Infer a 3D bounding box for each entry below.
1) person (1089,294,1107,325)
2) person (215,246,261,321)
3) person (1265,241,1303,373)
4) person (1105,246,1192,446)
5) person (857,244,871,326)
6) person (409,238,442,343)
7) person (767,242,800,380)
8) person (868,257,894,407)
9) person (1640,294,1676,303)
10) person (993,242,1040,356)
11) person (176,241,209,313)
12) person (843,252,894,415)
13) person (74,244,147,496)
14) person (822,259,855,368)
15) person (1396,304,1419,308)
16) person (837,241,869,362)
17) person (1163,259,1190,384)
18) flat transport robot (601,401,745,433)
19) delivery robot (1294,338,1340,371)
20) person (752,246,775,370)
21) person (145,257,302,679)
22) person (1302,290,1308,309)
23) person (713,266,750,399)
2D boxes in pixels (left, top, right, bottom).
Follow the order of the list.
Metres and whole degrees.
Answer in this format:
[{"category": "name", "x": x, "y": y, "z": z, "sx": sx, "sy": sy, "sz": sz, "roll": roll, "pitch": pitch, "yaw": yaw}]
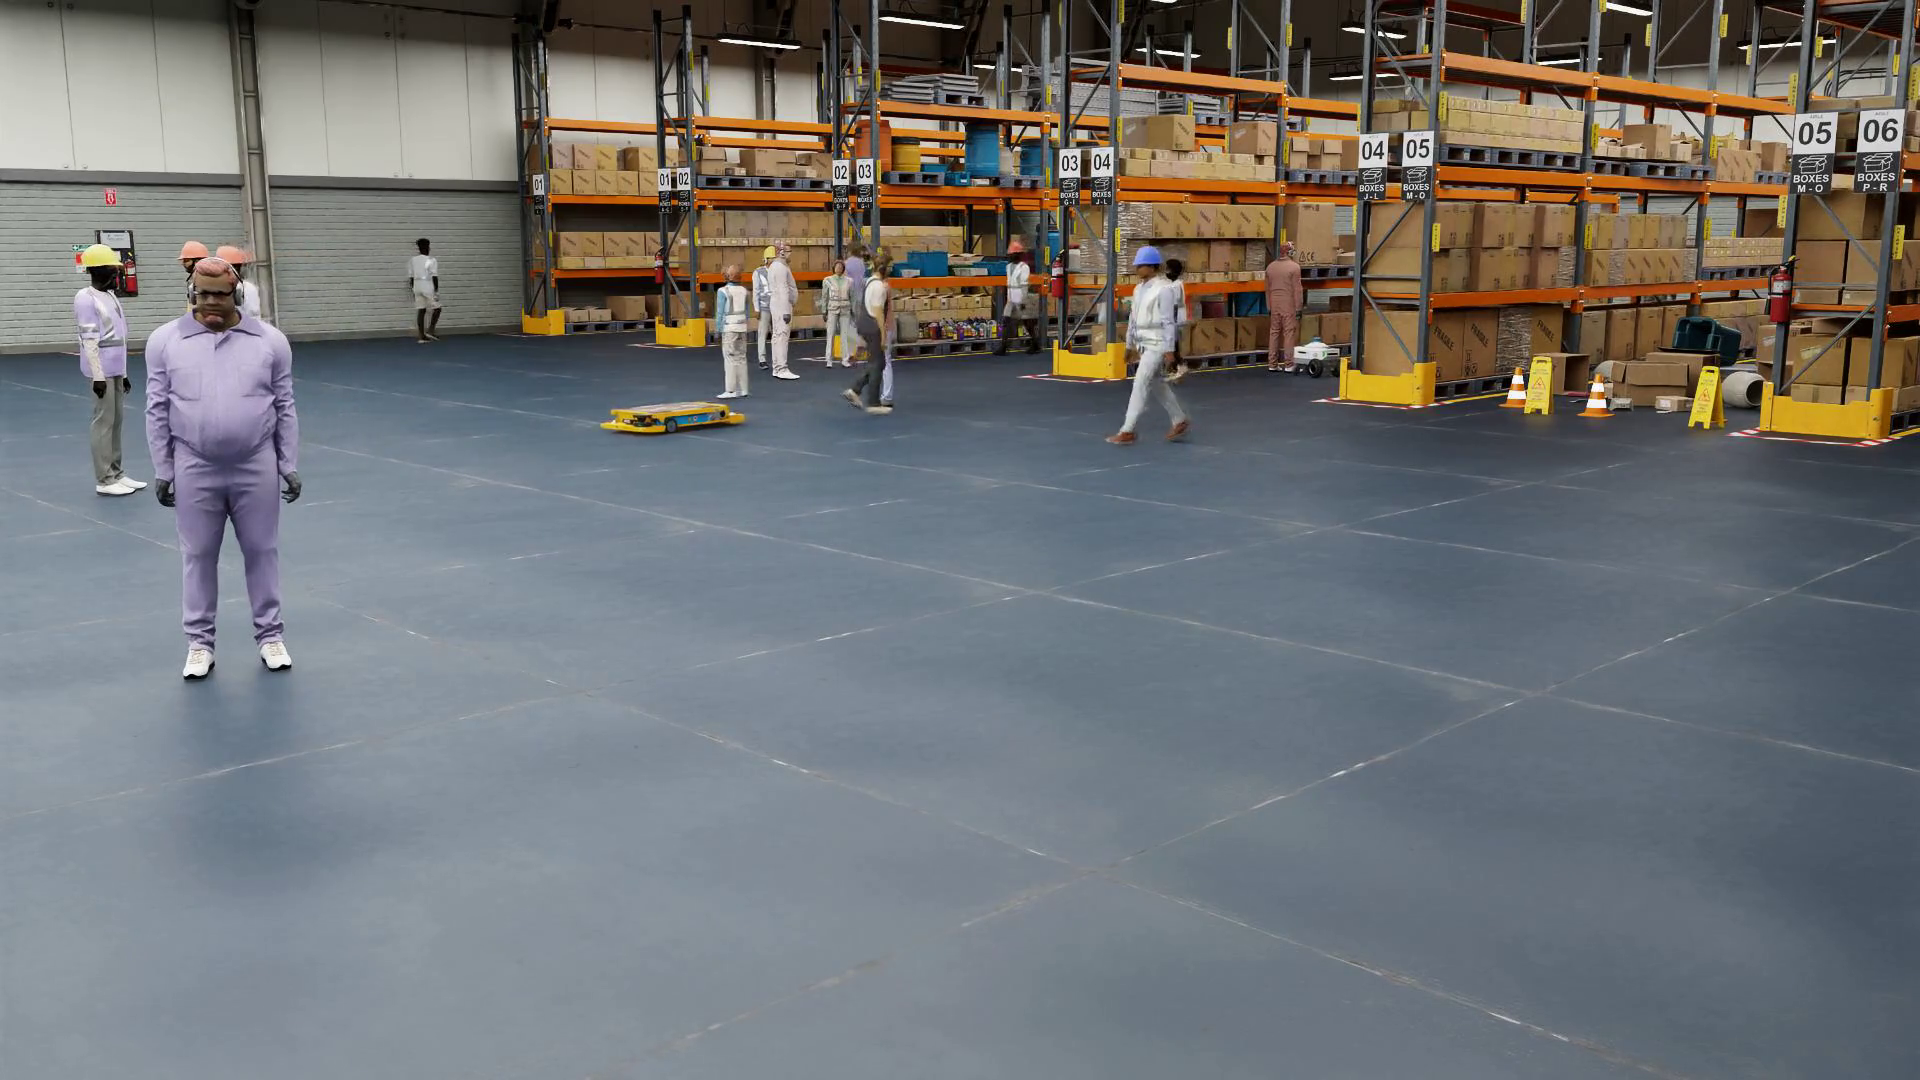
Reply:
[{"category": "person", "x": 2.422, "y": -4.094, "z": 28.902, "sx": 0.655, "sy": 1.609, "sz": 0.535, "roll": -8, "pitch": 13, "yaw": -37}, {"category": "person", "x": -6.995, "y": -1.860, "z": 15.993, "sx": 0.988, "sy": 1.882, "sz": 0.568, "roll": -9, "pitch": 14, "yaw": -42}, {"category": "person", "x": 4.774, "y": -3.411, "z": 24.391, "sx": 0.407, "sy": 1.910, "sz": 0.638, "roll": -9, "pitch": 13, "yaw": -39}, {"category": "person", "x": 1.870, "y": -1.883, "z": 16.086, "sx": 0.984, "sy": 1.905, "sz": 0.629, "roll": -4, "pitch": 11, "yaw": -21}, {"category": "person", "x": -1.681, "y": -4.400, "z": 29.925, "sx": 0.573, "sy": 1.851, "sz": 0.419, "roll": 5, "pitch": 11, "yaw": 24}, {"category": "person", "x": -10.021, "y": -4.693, "z": 31.268, "sx": 0.652, "sy": 1.944, "sz": 0.530, "roll": 3, "pitch": 11, "yaw": 18}, {"category": "person", "x": -2.471, "y": -3.217, "z": 23.334, "sx": 0.407, "sy": 1.910, "sz": 0.638, "roll": -3, "pitch": 11, "yaw": -17}, {"category": "person", "x": -0.928, "y": -2.446, "z": 19.514, "sx": 0.310, "sy": 1.768, "sz": 0.533, "roll": 0, "pitch": 10, "yaw": -1}, {"category": "person", "x": 12.227, "y": -4.275, "z": 29.179, "sx": 0.639, "sy": 1.880, "sz": 1.063, "roll": 9, "pitch": 14, "yaw": 40}, {"category": "person", "x": 0.988, "y": -4.065, "z": 28.013, "sx": 0.977, "sy": 1.895, "sz": 0.559, "roll": -9, "pitch": 14, "yaw": -40}, {"category": "person", "x": -7.703, "y": -2.054, "z": 16.907, "sx": 0.361, "sy": 1.935, "sz": 0.553, "roll": -6, "pitch": 12, "yaw": -29}, {"category": "person", "x": -0.977, "y": -2.314, "z": 18.670, "sx": 0.493, "sy": 1.819, "sz": 0.529, "roll": -3, "pitch": 11, "yaw": -14}, {"category": "person", "x": -6.628, "y": -1.323, "z": 12.942, "sx": 0.362, "sy": 1.930, "sz": 0.587, "roll": -2, "pitch": 11, "yaw": -9}, {"category": "person", "x": -1.847, "y": -3.443, "z": 25.303, "sx": 0.523, "sy": 1.636, "sz": 0.311, "roll": -4, "pitch": 11, "yaw": -18}, {"category": "person", "x": 6.682, "y": -3.423, "z": 24.424, "sx": 0.599, "sy": 1.917, "sz": 0.377, "roll": 9, "pitch": 14, "yaw": 39}, {"category": "person", "x": -1.661, "y": -3.782, "z": 26.404, "sx": 0.529, "sy": 1.910, "sz": 0.633, "roll": 6, "pitch": 12, "yaw": 30}, {"category": "person", "x": 2.897, "y": -2.966, "z": 22.587, "sx": 0.364, "sy": 1.688, "sz": 0.534, "roll": 2, "pitch": 11, "yaw": 13}, {"category": "flat transport robot", "x": -3.003, "y": -1.299, "z": 17.454, "sx": 0.652, "sy": 0.197, "sz": 1.431, "roll": 8, "pitch": 13, "yaw": 38}, {"category": "delivery robot", "x": 5.116, "y": -2.659, "z": 23.845, "sx": 0.477, "sy": 0.478, "sz": 0.707, "roll": -5, "pitch": 12, "yaw": -26}, {"category": "person", "x": -2.839, "y": -3.500, "z": 25.077, "sx": 0.588, "sy": 1.835, "sz": 0.403, "roll": -8, "pitch": 13, "yaw": -35}, {"category": "person", "x": -3.352, "y": -0.329, "z": 7.607, "sx": 0.639, "sy": 1.902, "sz": 0.407, "roll": -5, "pitch": 11, "yaw": -25}, {"category": "person", "x": 9.347, "y": -7.326, "z": 45.579, "sx": 0.769, "sy": 1.966, "sz": 0.583, "roll": -2, "pitch": 11, "yaw": -13}, {"category": "person", "x": -2.788, "y": -2.550, "z": 20.479, "sx": 0.317, "sy": 1.626, "sz": 0.569, "roll": 8, "pitch": 13, "yaw": 36}]
